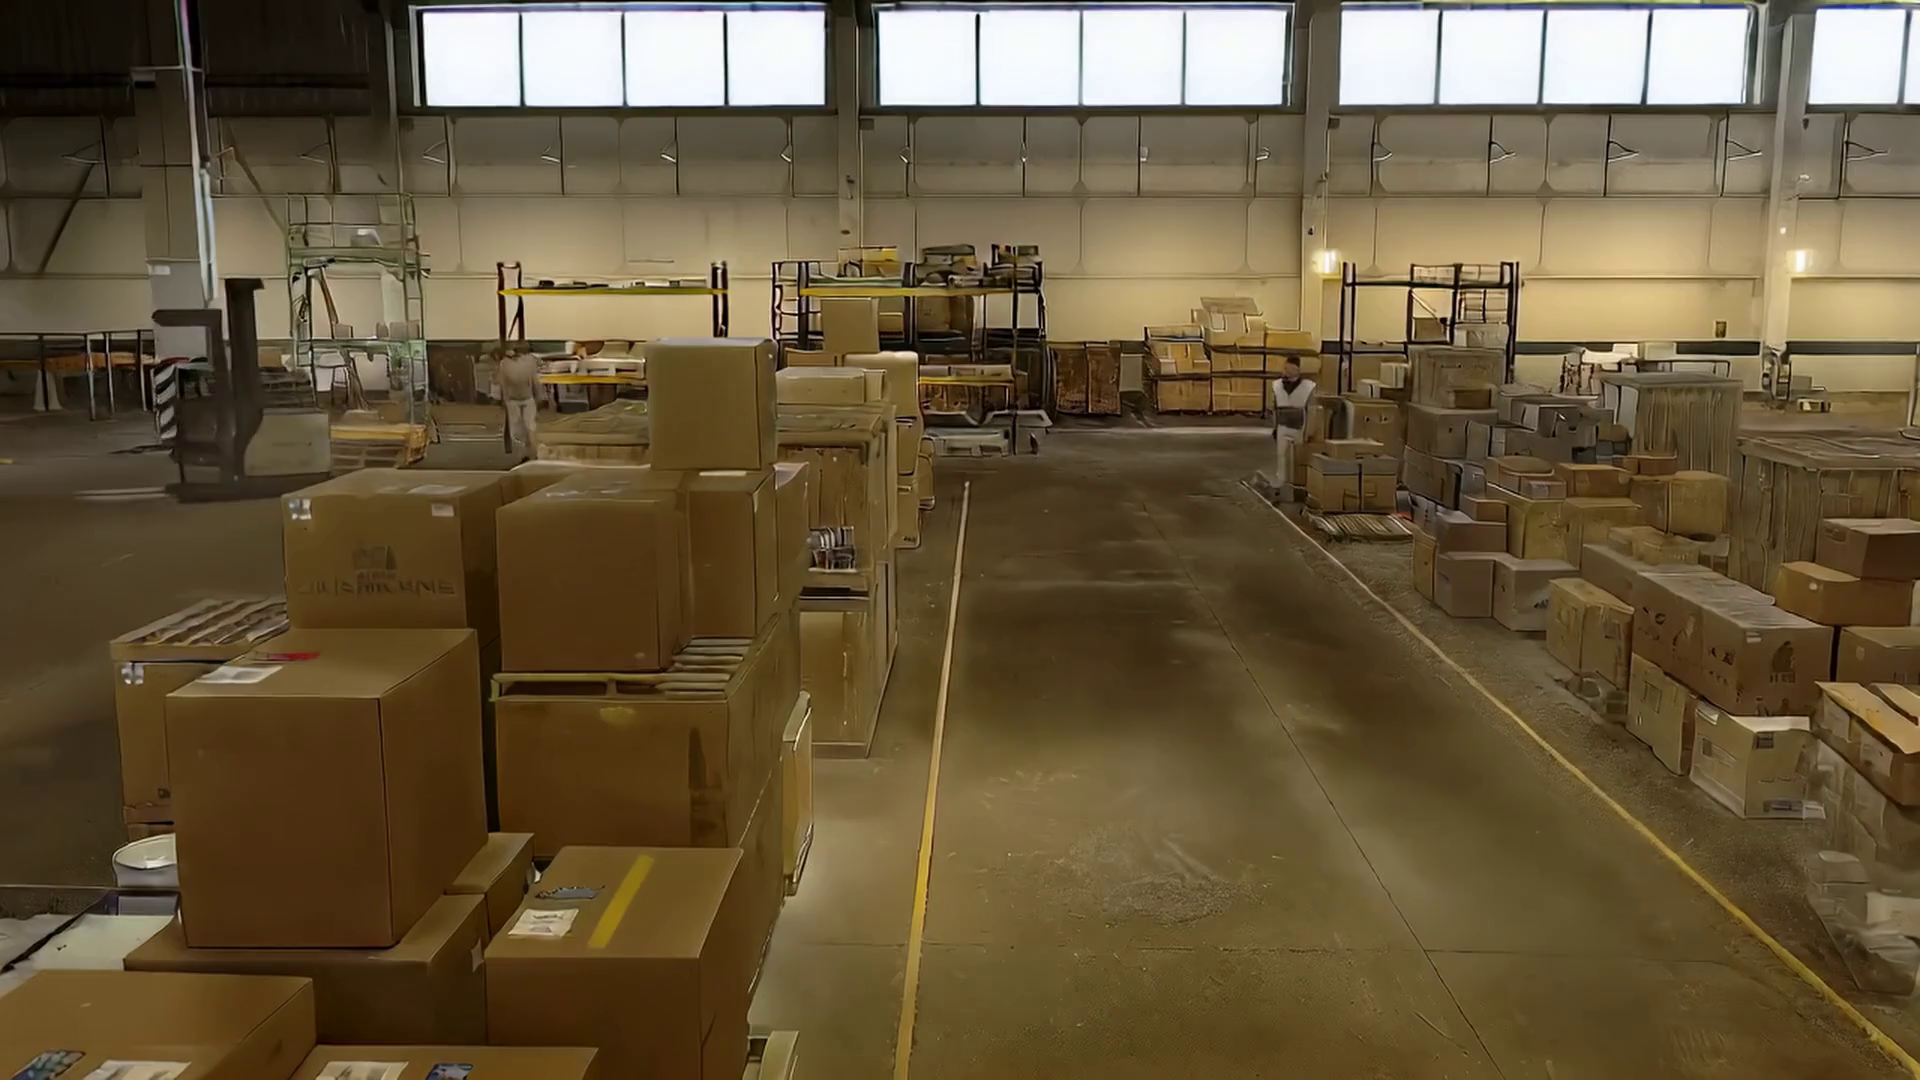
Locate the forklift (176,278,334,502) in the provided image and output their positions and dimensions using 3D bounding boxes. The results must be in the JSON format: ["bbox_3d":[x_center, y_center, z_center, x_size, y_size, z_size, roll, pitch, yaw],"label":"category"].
[{"bbox_3d":[-9.218,-1.986,21.533,1.873,2.768,1.129,-4,10,-25],"label":"forklift"}]

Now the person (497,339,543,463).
[{"bbox_3d":[-6.608,-2.079,25.019,0.646,1.894,0.668,-1,9,-4],"label":"person"}]

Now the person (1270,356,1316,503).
[{"bbox_3d":[4.208,-1.400,21.086,0.600,1.856,1.022,5,11,27],"label":"person"}]
